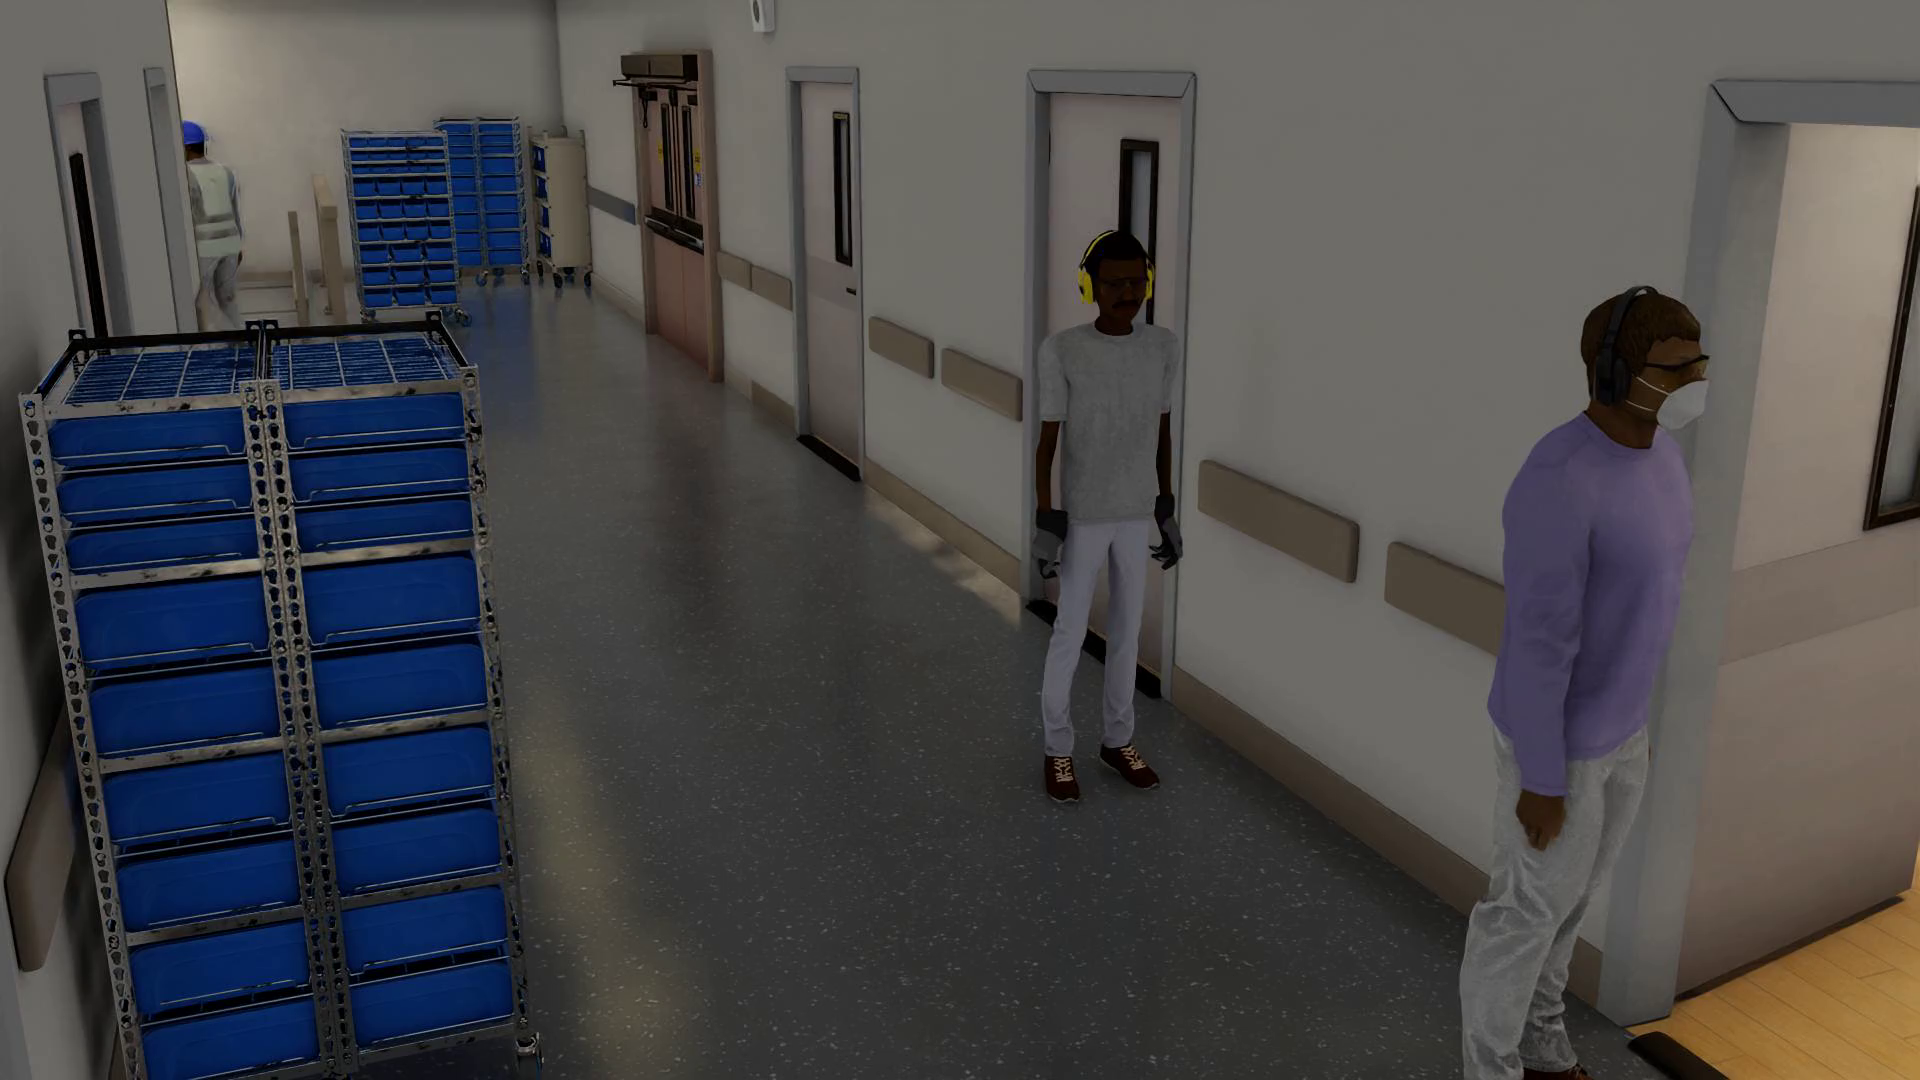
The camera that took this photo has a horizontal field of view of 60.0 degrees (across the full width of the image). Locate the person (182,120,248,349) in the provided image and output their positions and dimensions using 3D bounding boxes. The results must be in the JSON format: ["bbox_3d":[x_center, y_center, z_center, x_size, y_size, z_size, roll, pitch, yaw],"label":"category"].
[{"bbox_3d":[-5.810,-2.284,12.974,0.533,1.927,0.652,8,18,27],"label":"person"}]

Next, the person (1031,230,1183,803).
[{"bbox_3d":[0.483,-0.067,5.401,0.534,1.866,0.309,-6,17,-21],"label":"person"}]

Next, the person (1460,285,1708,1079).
[{"bbox_3d":[1.337,0.425,3.570,0.379,1.940,0.629,14,21,40],"label":"person"}]
